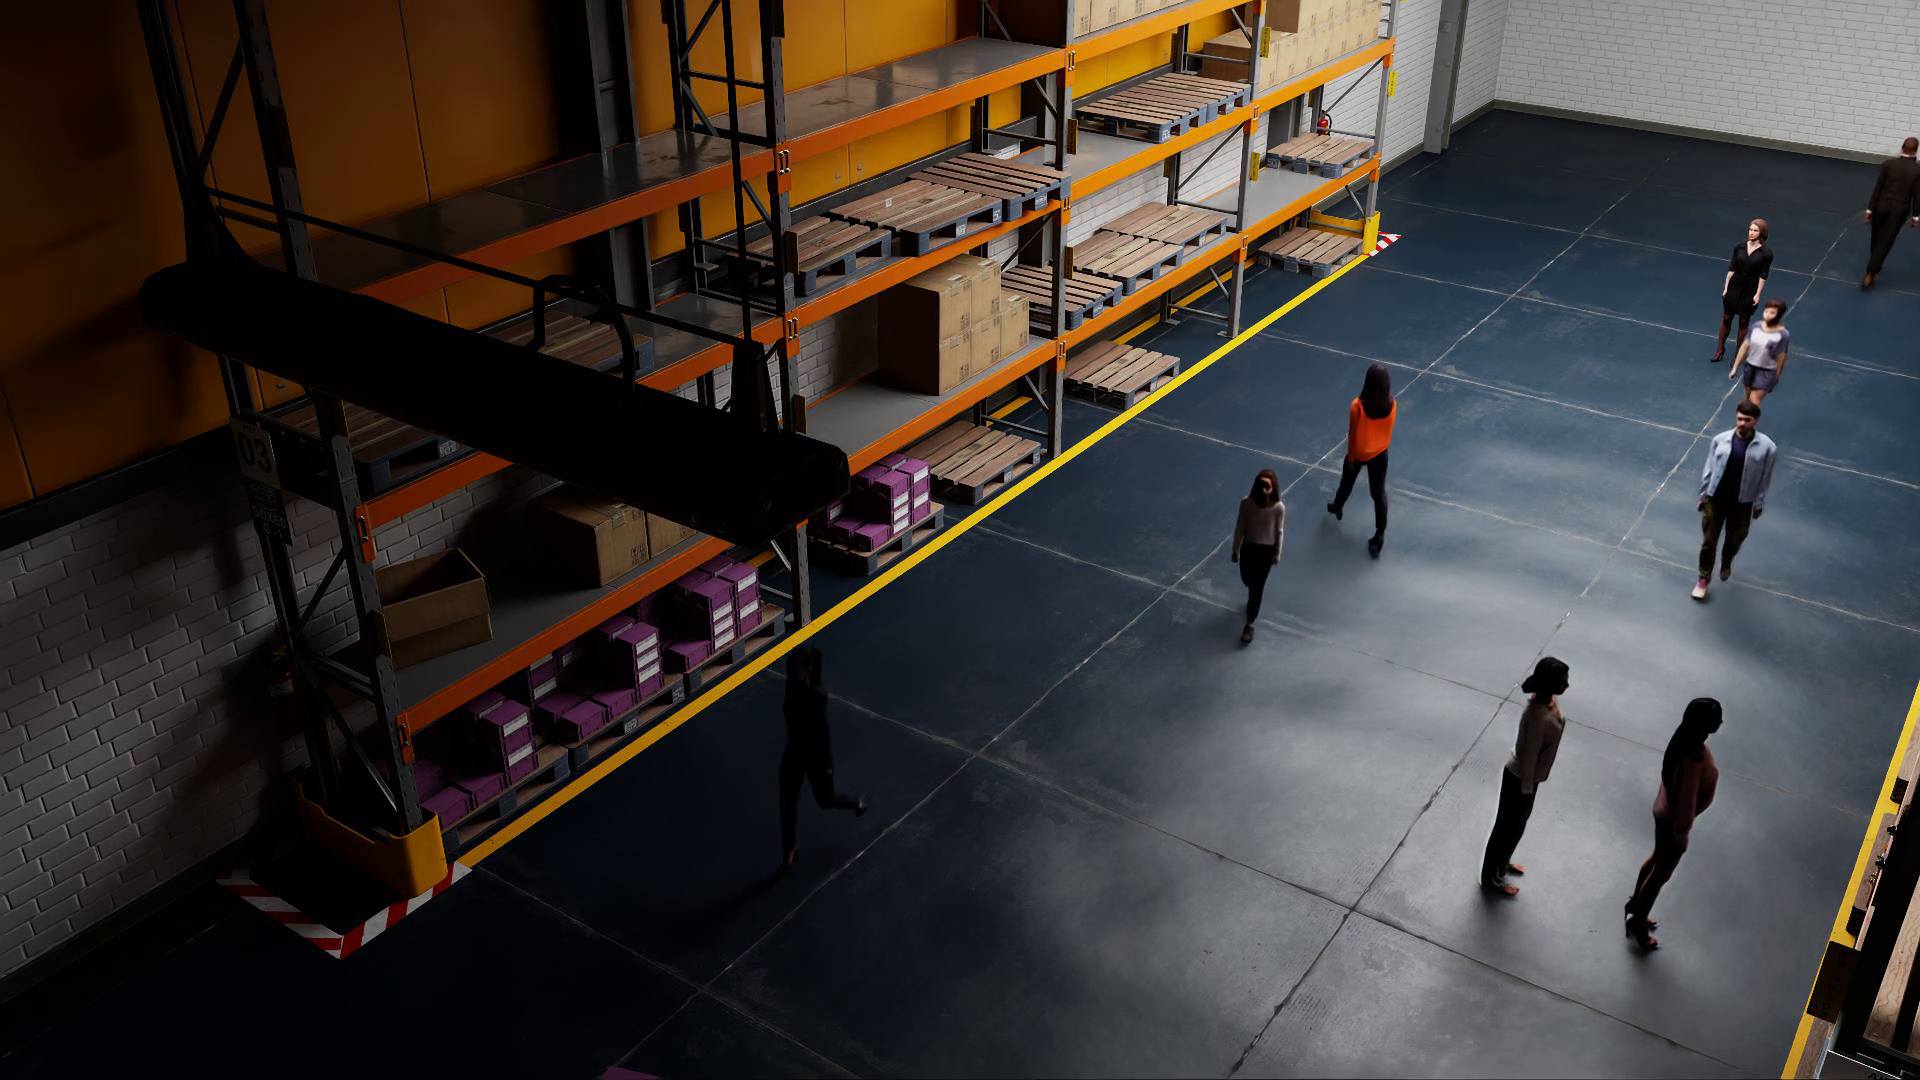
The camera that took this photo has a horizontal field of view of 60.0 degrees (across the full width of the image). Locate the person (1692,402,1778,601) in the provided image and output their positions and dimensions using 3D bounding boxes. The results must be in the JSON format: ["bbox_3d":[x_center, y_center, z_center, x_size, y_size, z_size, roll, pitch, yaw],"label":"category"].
[{"bbox_3d":[6.576,-0.355,14.171,0.691,1.797,0.803,17,33,28],"label":"person"}]

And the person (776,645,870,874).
[{"bbox_3d":[-0.952,1.432,11.010,0.692,1.687,1.060,25,37,38],"label":"person"}]

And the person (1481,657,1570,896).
[{"bbox_3d":[3.656,1.509,10.786,0.669,1.766,0.510,14,32,25],"label":"person"}]

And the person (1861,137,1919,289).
[{"bbox_3d":[11.695,-4.079,20.936,0.820,1.857,1.246,22,36,35],"label":"person"}]

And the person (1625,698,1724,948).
[{"bbox_3d":[4.412,1.744,10.310,0.742,1.811,0.572,9,30,16],"label":"person"}]

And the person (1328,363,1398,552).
[{"bbox_3d":[3.709,-0.711,14.925,1.134,1.700,1.139,-7,29,-13],"label":"person"}]

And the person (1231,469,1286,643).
[{"bbox_3d":[2.460,0.061,13.761,0.717,1.461,1.024,9,30,17],"label":"person"}]

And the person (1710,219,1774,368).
[{"bbox_3d":[8.820,-2.792,18.734,0.548,1.706,0.619,-25,38,-38],"label":"person"}]

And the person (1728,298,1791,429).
[{"bbox_3d":[8.205,-1.744,16.993,0.974,1.534,0.751,-19,34,-30],"label":"person"}]
